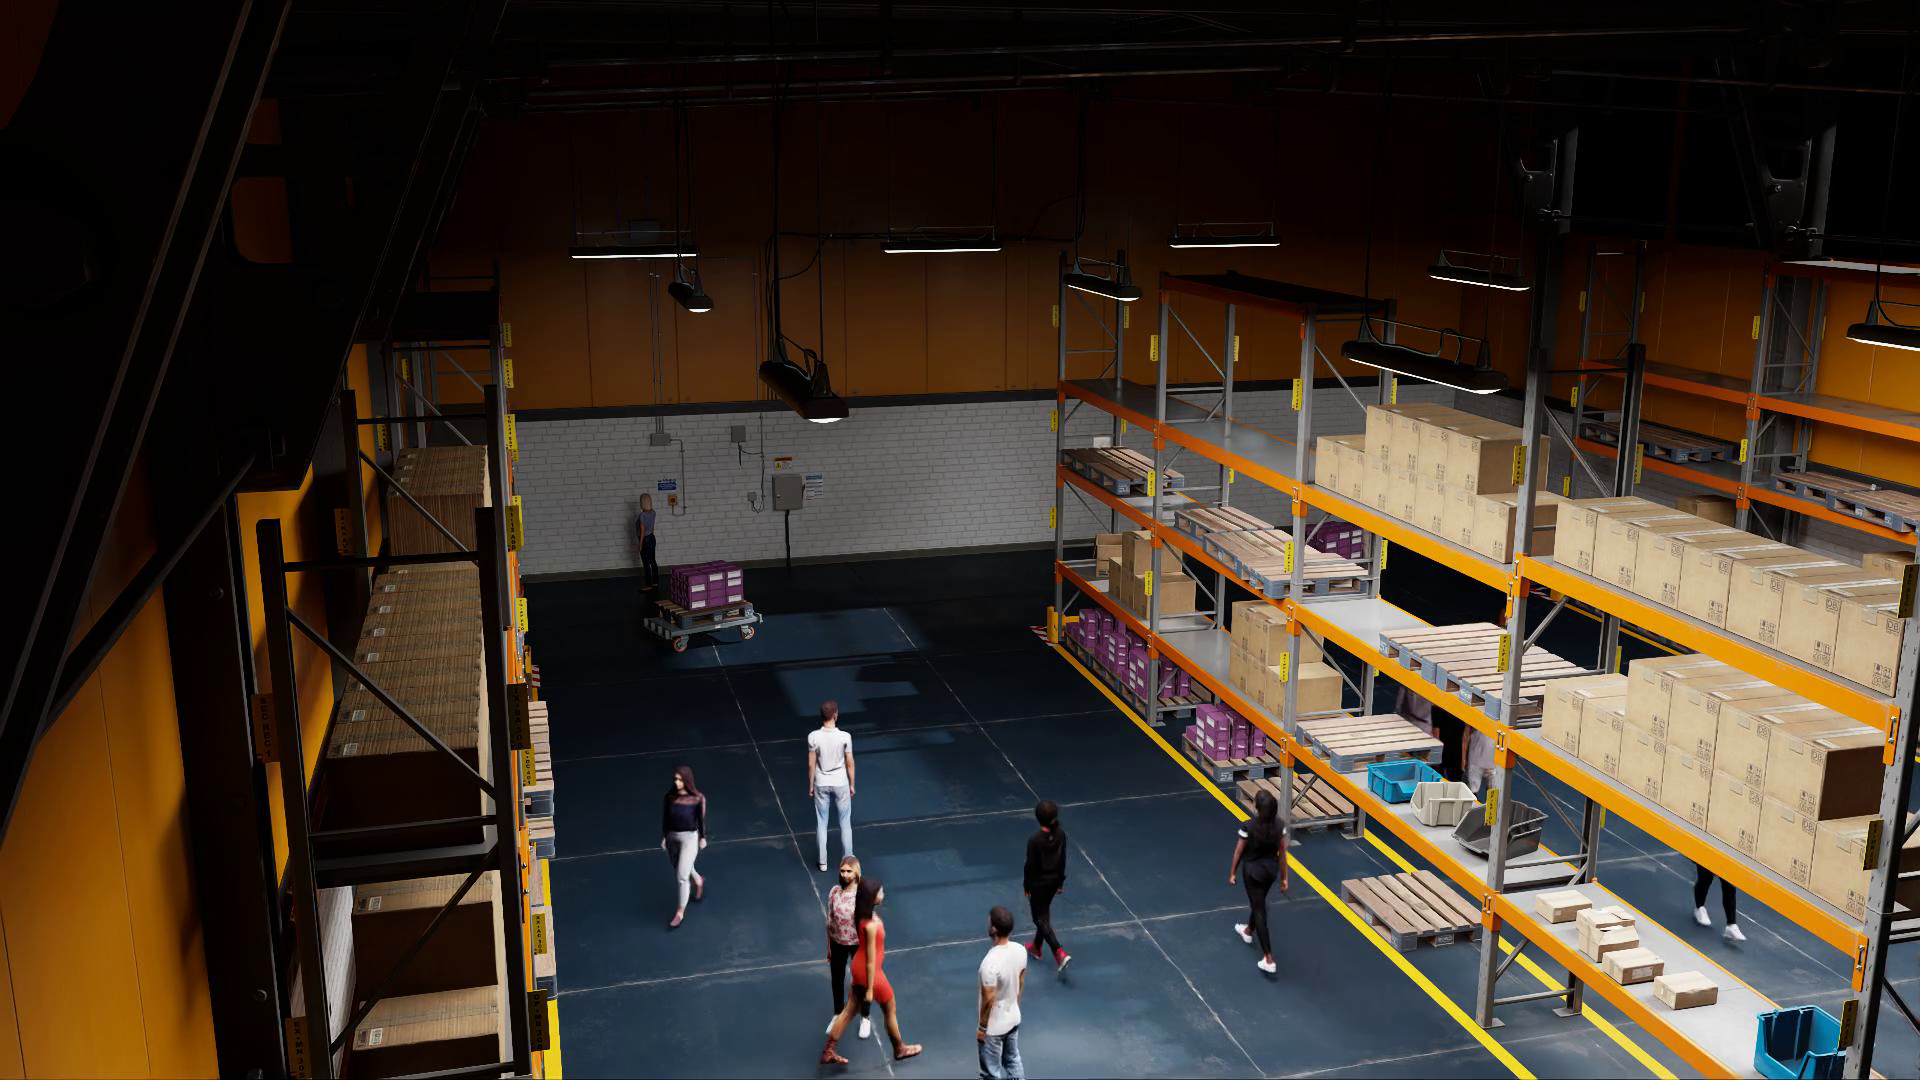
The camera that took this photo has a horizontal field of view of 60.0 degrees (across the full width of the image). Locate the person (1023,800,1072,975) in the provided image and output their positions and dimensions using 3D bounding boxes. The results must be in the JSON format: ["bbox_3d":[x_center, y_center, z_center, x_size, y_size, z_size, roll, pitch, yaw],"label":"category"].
[{"bbox_3d":[0.829,3.238,15.525,0.799,1.657,1.086,-8,16,-31],"label":"person"}]

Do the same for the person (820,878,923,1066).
[{"bbox_3d":[-0.851,3.636,13.834,0.753,1.680,1.075,-6,15,-22],"label":"person"}]

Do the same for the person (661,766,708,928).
[{"bbox_3d":[-2.744,3.008,16.639,0.976,1.580,1.118,5,15,20],"label":"person"}]

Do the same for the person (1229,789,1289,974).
[{"bbox_3d":[2.844,3.210,15.586,0.648,1.683,1.156,-4,14,-16],"label":"person"}]

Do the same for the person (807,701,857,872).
[{"bbox_3d":[-1.365,2.614,17.684,0.711,1.854,0.655,1,14,2],"label":"person"}]

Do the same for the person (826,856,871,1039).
[{"bbox_3d":[-0.951,3.509,14.455,0.641,1.634,0.648,2,14,10],"label":"person"}]

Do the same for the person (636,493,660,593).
[{"bbox_3d":[-5.372,0.035,28.615,0.713,1.723,0.626,5,15,21],"label":"person"}]

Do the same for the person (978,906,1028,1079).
[{"bbox_3d":[0.313,3.743,13.003,0.777,1.862,0.758,10,17,34],"label":"person"}]
